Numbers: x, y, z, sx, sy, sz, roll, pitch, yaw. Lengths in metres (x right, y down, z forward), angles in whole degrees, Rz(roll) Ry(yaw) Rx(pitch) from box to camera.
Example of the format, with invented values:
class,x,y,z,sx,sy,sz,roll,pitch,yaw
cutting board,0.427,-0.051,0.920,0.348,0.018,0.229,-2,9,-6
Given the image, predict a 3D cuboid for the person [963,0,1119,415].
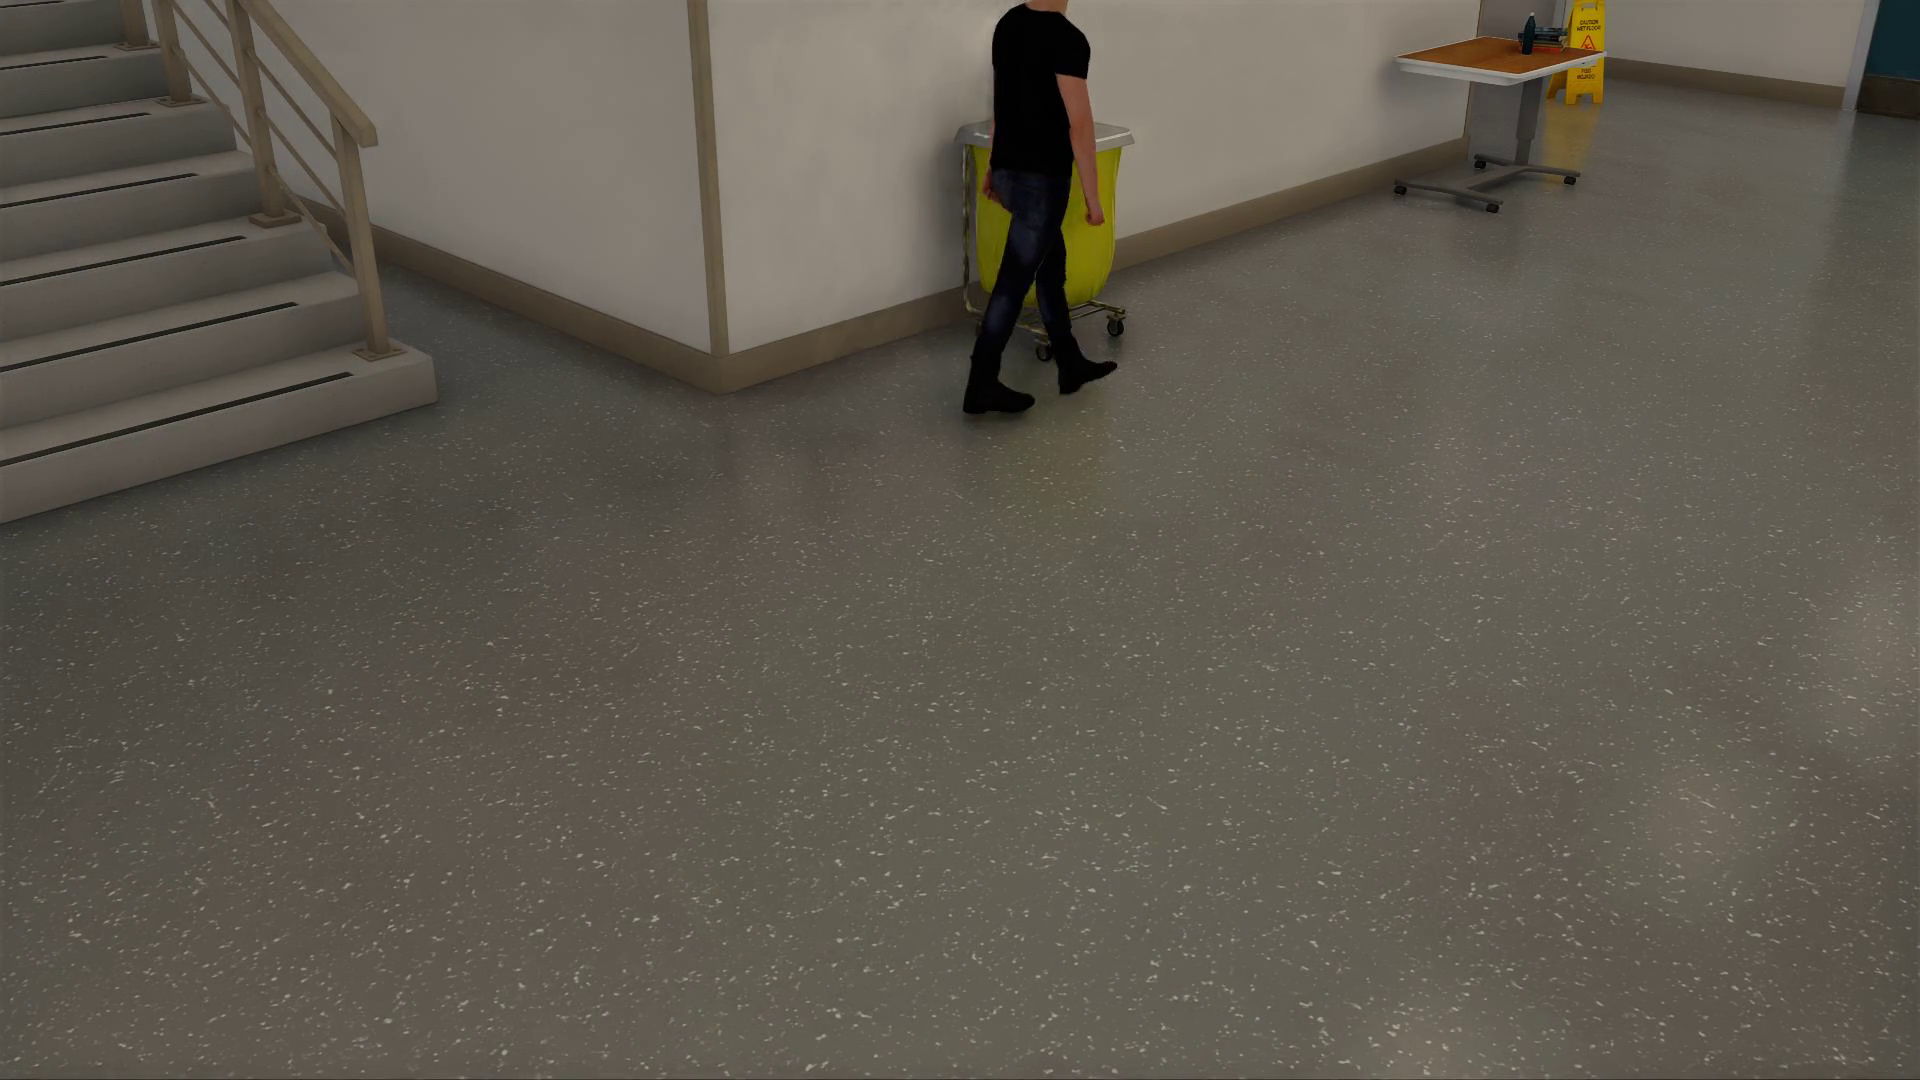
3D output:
class,x,y,z,sx,sy,sz,roll,pitch,yaw
person,0.203,-1.357,6.415,0.955,1.856,1.026,-14,29,-26
